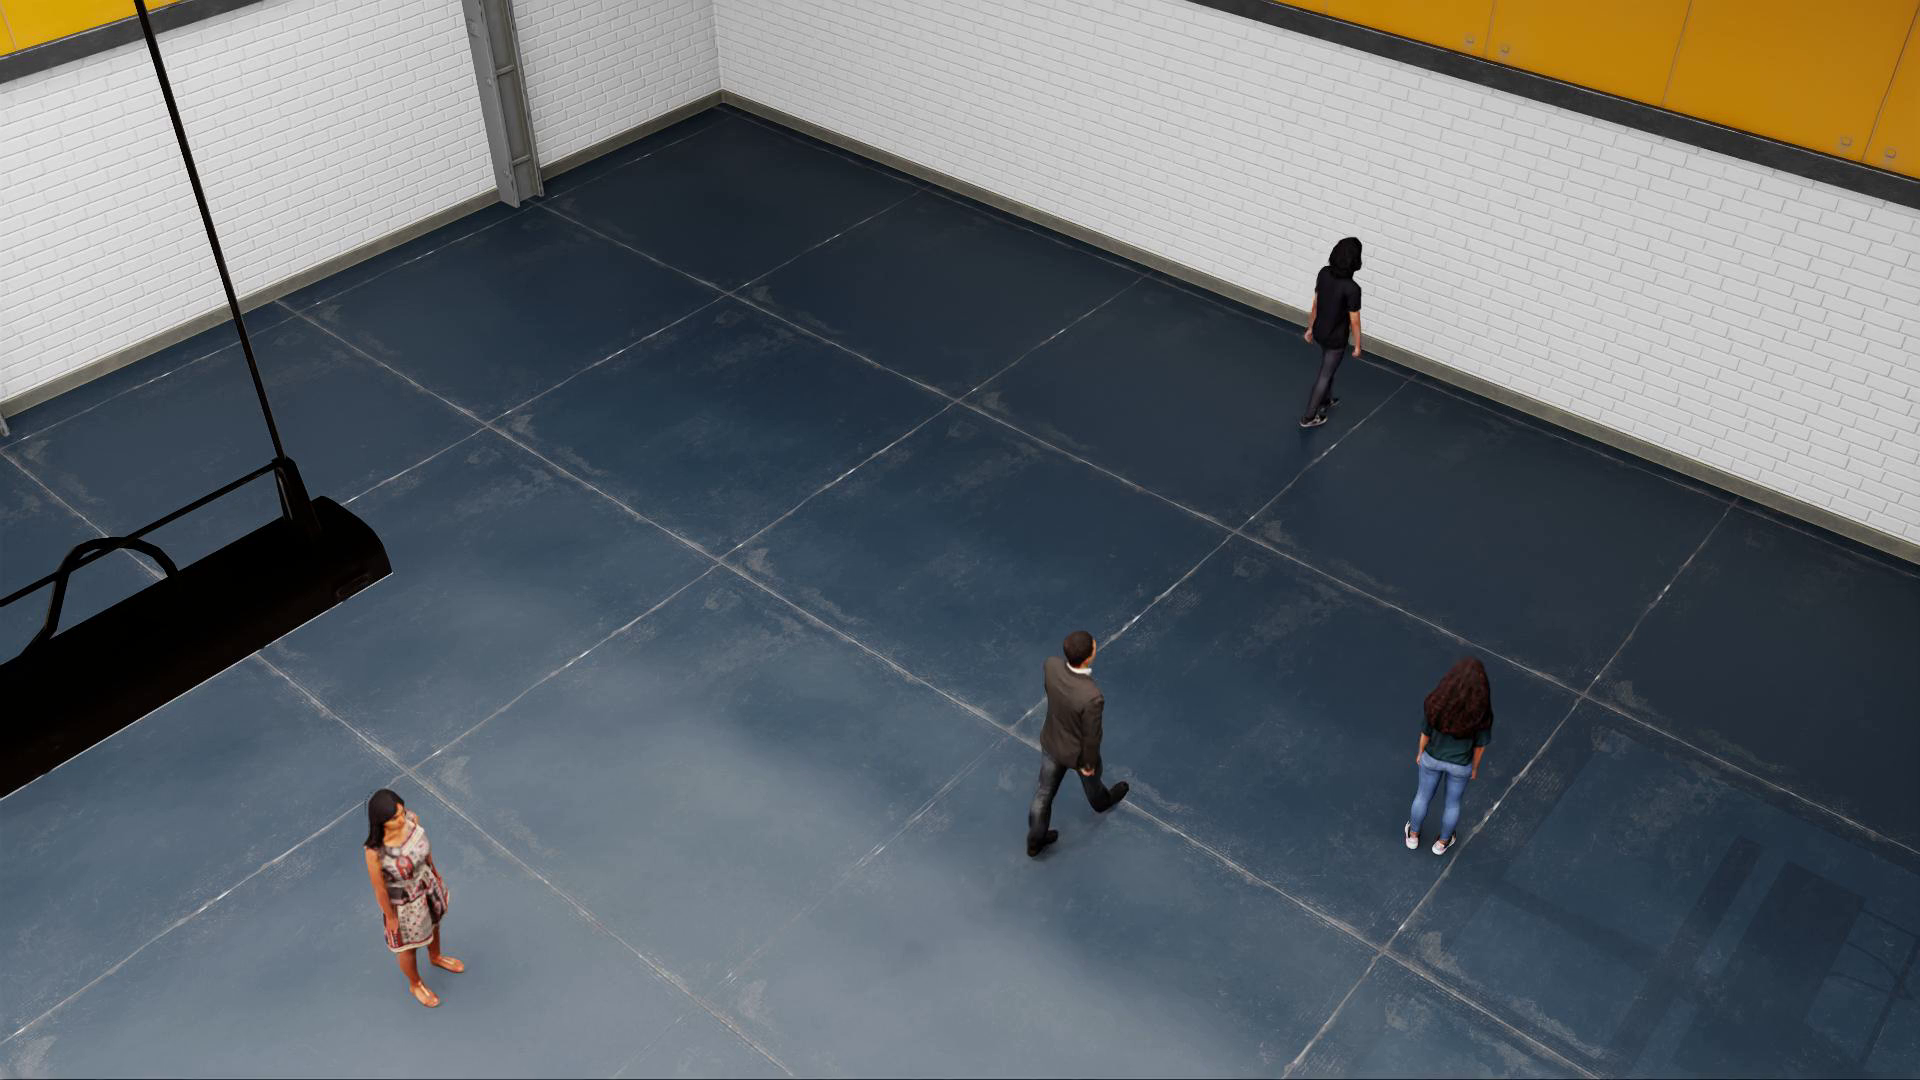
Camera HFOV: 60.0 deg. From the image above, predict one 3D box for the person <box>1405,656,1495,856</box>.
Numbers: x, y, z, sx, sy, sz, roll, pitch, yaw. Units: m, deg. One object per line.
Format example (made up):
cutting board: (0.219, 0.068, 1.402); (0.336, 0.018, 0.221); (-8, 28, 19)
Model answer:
person: (3.104, 1.379, 10.579); (0.669, 1.617, 0.684); (15, 41, 18)

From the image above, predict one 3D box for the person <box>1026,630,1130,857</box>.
person: (0.631, 1.317, 10.539); (1.126, 1.764, 0.790); (-31, 48, -33)

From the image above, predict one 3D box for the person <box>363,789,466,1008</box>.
person: (-3.220, 2.047, 9.720); (0.767, 1.645, 0.573); (15, 41, 18)

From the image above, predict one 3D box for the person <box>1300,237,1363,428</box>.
person: (3.137, -1.759, 14.349); (0.871, 1.815, 0.788); (-21, 43, -24)
